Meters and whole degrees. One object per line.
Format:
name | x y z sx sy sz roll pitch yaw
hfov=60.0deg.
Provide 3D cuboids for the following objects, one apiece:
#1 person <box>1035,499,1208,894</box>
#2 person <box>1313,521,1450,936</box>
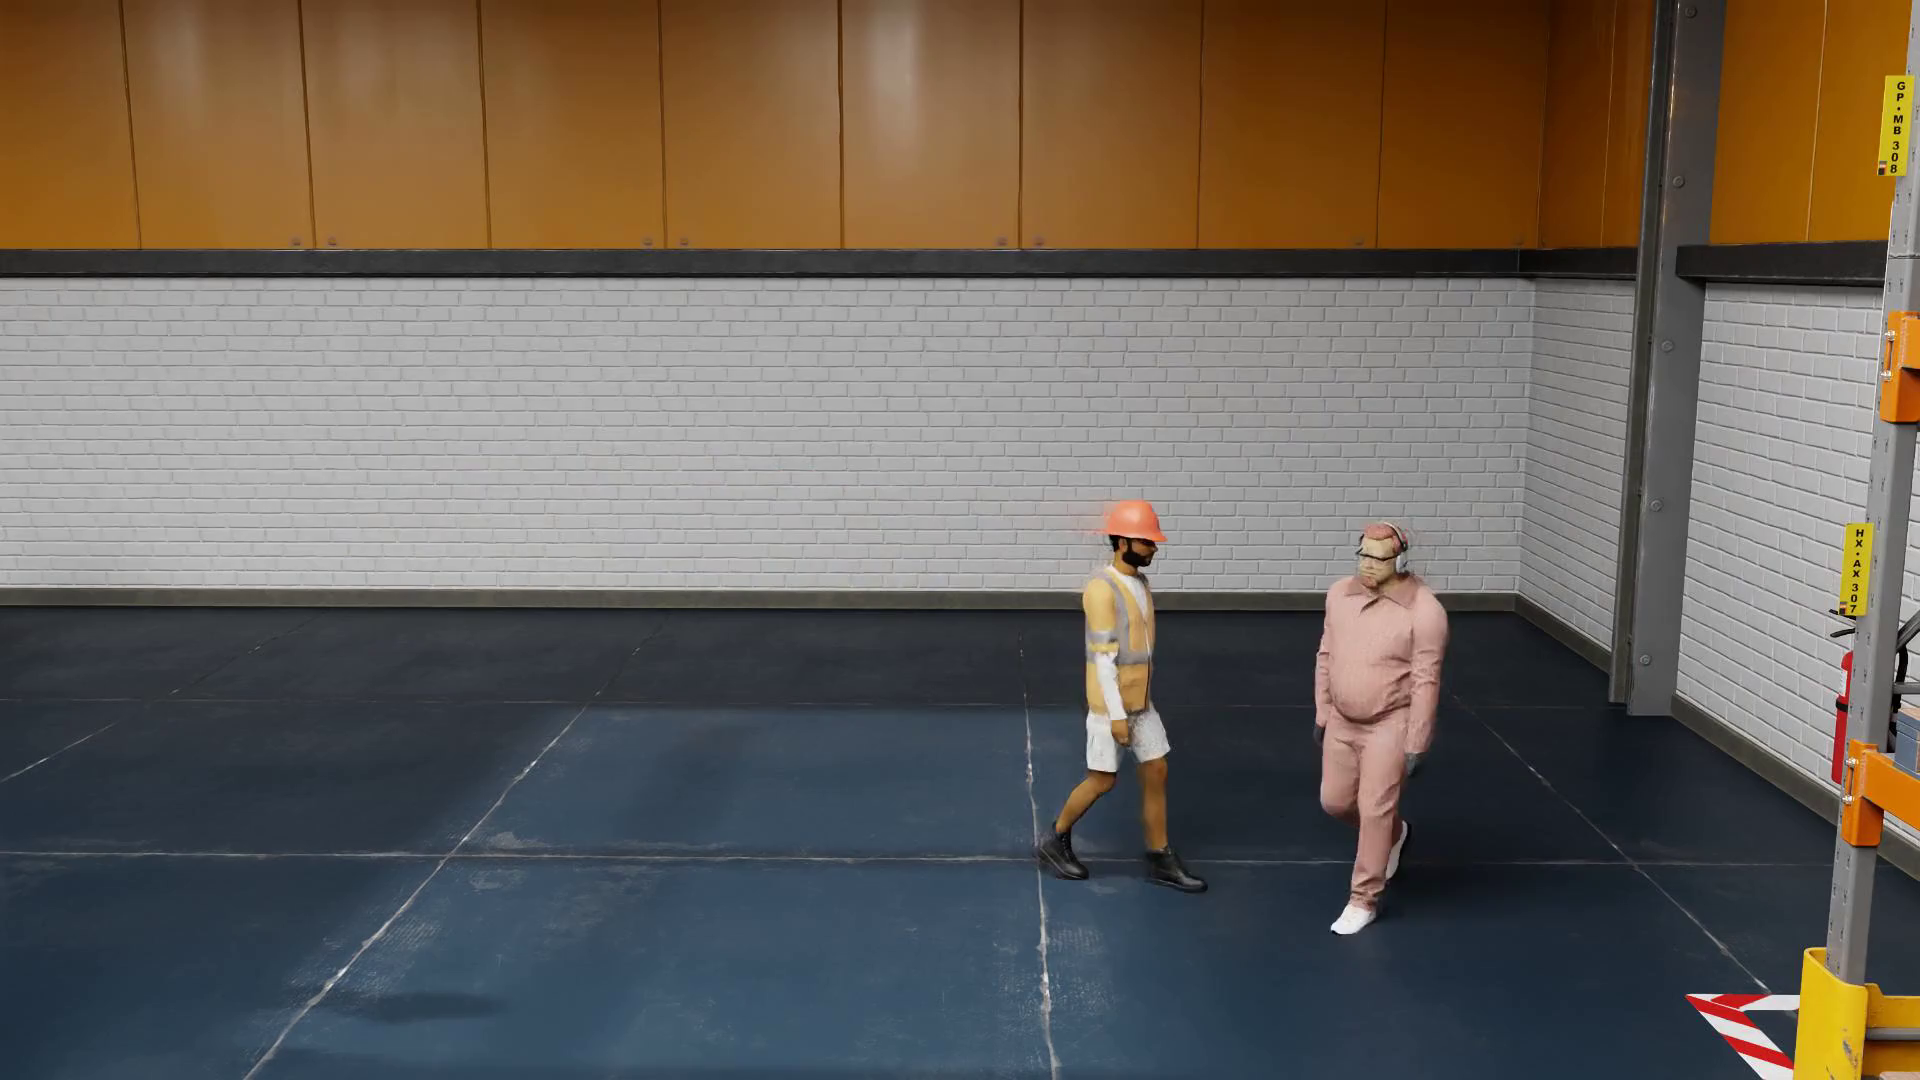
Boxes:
person | 0.771 0.746 8.007 0.834 1.910 0.553 7 12 34
person | 1.931 0.828 7.600 0.648 1.885 0.650 -8 12 -38
